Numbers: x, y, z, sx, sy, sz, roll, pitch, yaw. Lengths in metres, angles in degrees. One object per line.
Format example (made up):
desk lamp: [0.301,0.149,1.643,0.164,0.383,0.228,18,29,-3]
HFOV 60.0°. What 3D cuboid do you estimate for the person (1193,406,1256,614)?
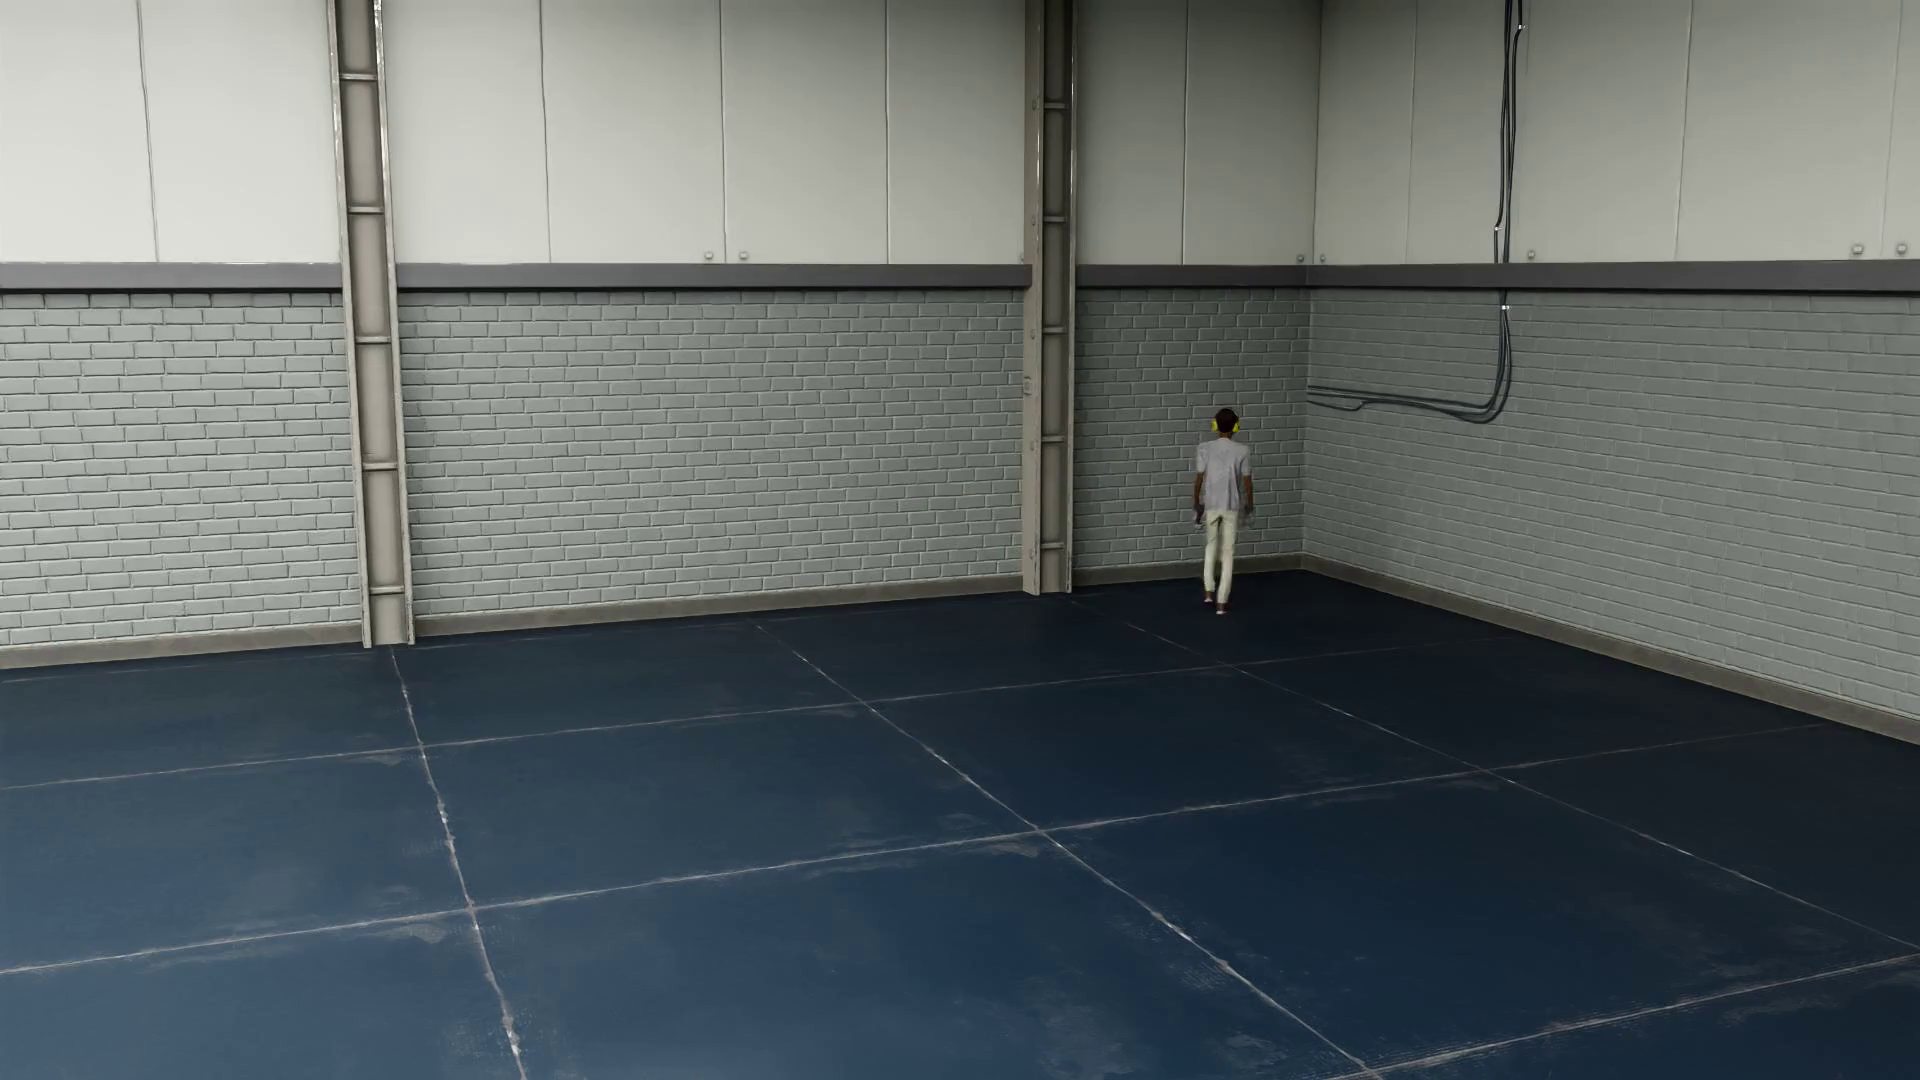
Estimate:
person: [2.397,-0.272,15.010,0.529,1.854,0.539,4,10,22]
